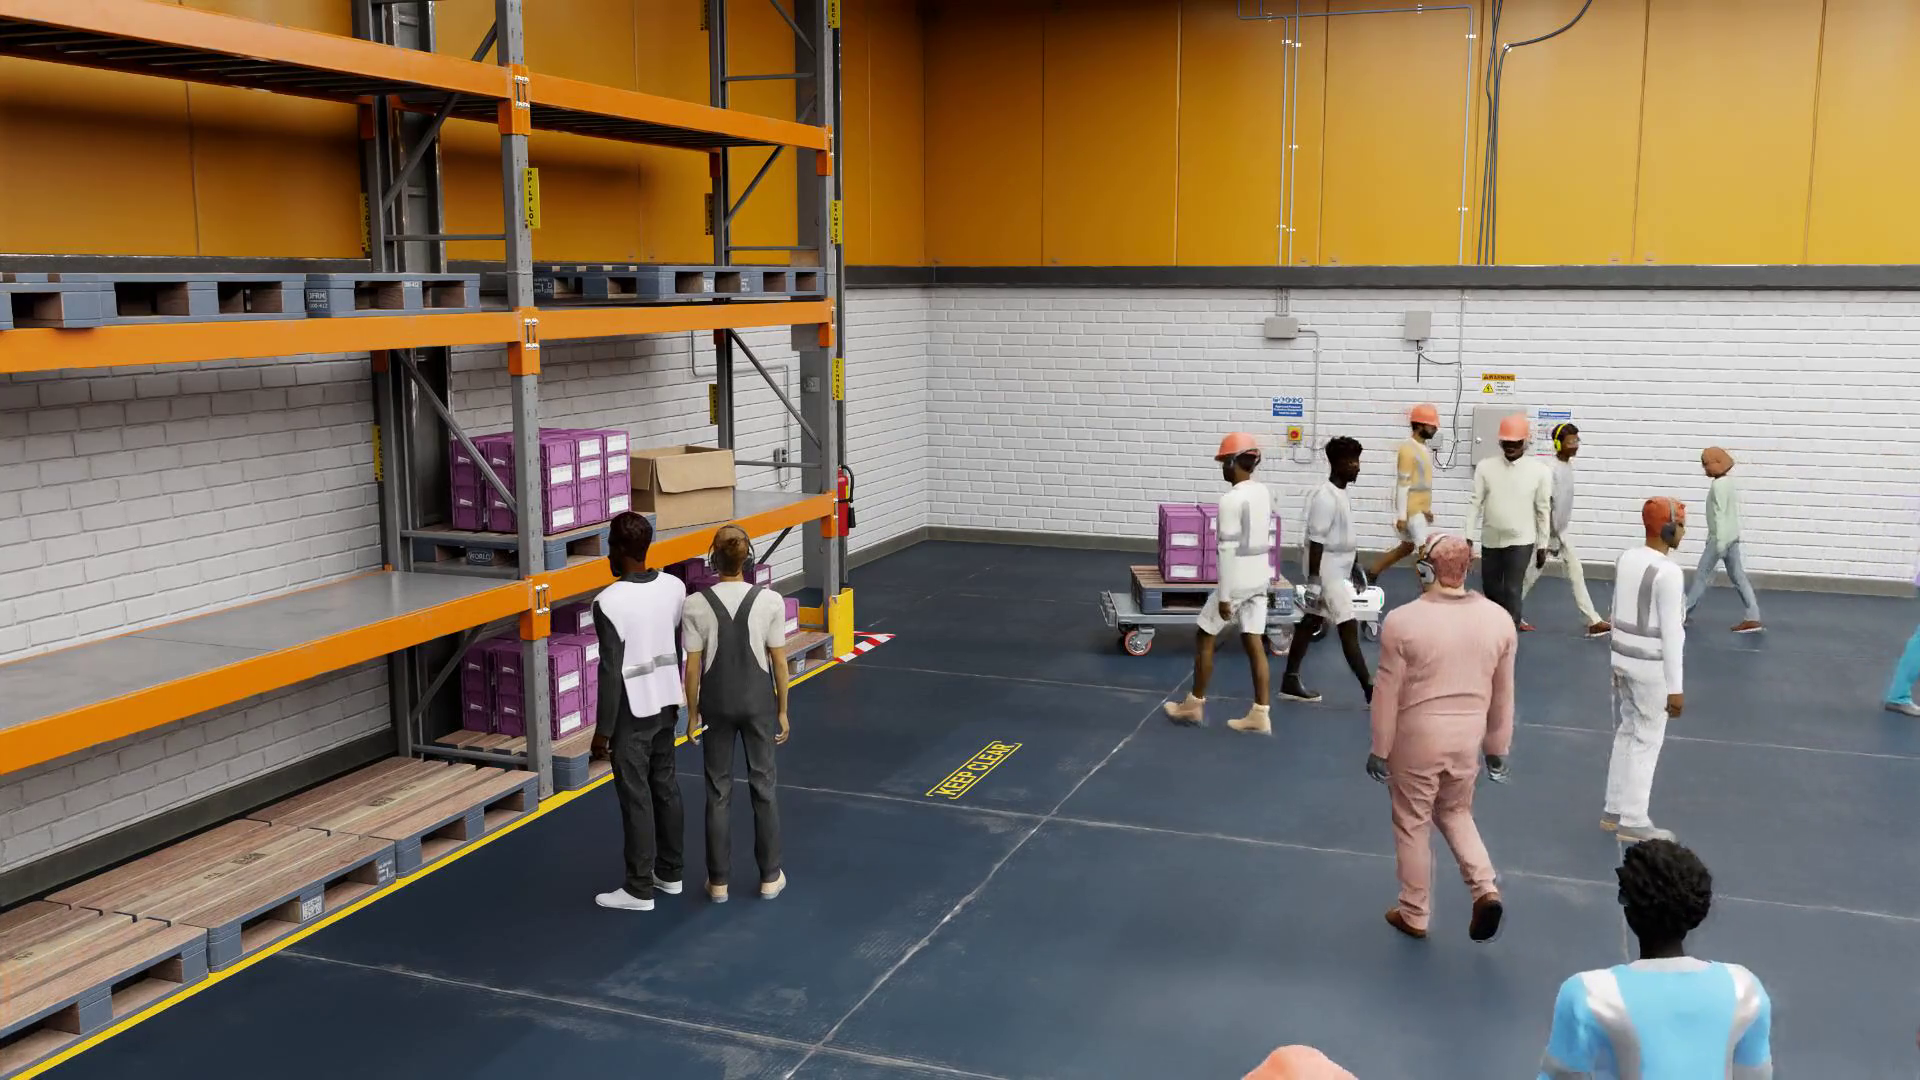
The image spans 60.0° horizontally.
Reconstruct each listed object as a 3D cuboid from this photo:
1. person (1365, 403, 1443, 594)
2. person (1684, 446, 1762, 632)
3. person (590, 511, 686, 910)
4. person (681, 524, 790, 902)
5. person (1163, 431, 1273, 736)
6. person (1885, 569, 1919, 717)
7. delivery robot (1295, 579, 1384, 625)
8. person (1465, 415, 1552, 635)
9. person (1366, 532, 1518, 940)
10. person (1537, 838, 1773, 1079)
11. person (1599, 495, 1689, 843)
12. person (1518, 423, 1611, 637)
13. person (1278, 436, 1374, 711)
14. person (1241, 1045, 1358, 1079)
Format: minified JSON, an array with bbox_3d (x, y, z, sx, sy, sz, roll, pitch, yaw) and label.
[{"bbox_3d":[4.051,-0.303,15.076,0.909,1.907,0.558,5,10,30],"label":"person"},{"bbox_3d":[6.458,-0.006,14.175,0.853,1.579,0.513,7,11,37],"label":"person"},{"bbox_3d":[-1.532,0.817,7.972,0.393,1.920,0.588,5,10,27],"label":"person"},{"bbox_3d":[-1.081,0.839,8.059,0.505,1.847,0.344,-1,9,-7],"label":"person"},{"bbox_3d":[1.760,0.276,11.104,0.910,1.997,0.615,8,12,41],"label":"person"},{"bbox_3d":[6.801,0.360,11.215,0.596,1.794,0.955,-9,12,-43],"label":"person"},{"bbox_3d":[3.174,0.504,13.910,0.707,0.478,0.477,1,9,6],"label":"delivery robot"},{"bbox_3d":[4.318,-0.014,13.084,0.627,1.973,0.839,6,11,35],"label":"person"},{"bbox_3d":[2.163,0.911,7.470,0.650,1.890,0.563,-2,9,-15],"label":"person"},{"bbox_3d":[1.679,1.542,4.202,0.557,1.652,0.836,-1,9,-8],"label":"person"},{"bbox_3d":[3.664,0.693,8.880,0.346,1.884,0.582,-1,9,-6],"label":"person"},{"bbox_3d":[5.050,-0.079,13.949,1.018,1.806,0.516,8,12,40],"label":"person"},{"bbox_3d":[2.707,0.230,11.640,0.987,1.913,0.630,3,9,17],"label":"person"},{"bbox_3d":[0.473,1.679,2.349,0.634,1.984,1.065,-1,9,-6],"label":"person"}]
